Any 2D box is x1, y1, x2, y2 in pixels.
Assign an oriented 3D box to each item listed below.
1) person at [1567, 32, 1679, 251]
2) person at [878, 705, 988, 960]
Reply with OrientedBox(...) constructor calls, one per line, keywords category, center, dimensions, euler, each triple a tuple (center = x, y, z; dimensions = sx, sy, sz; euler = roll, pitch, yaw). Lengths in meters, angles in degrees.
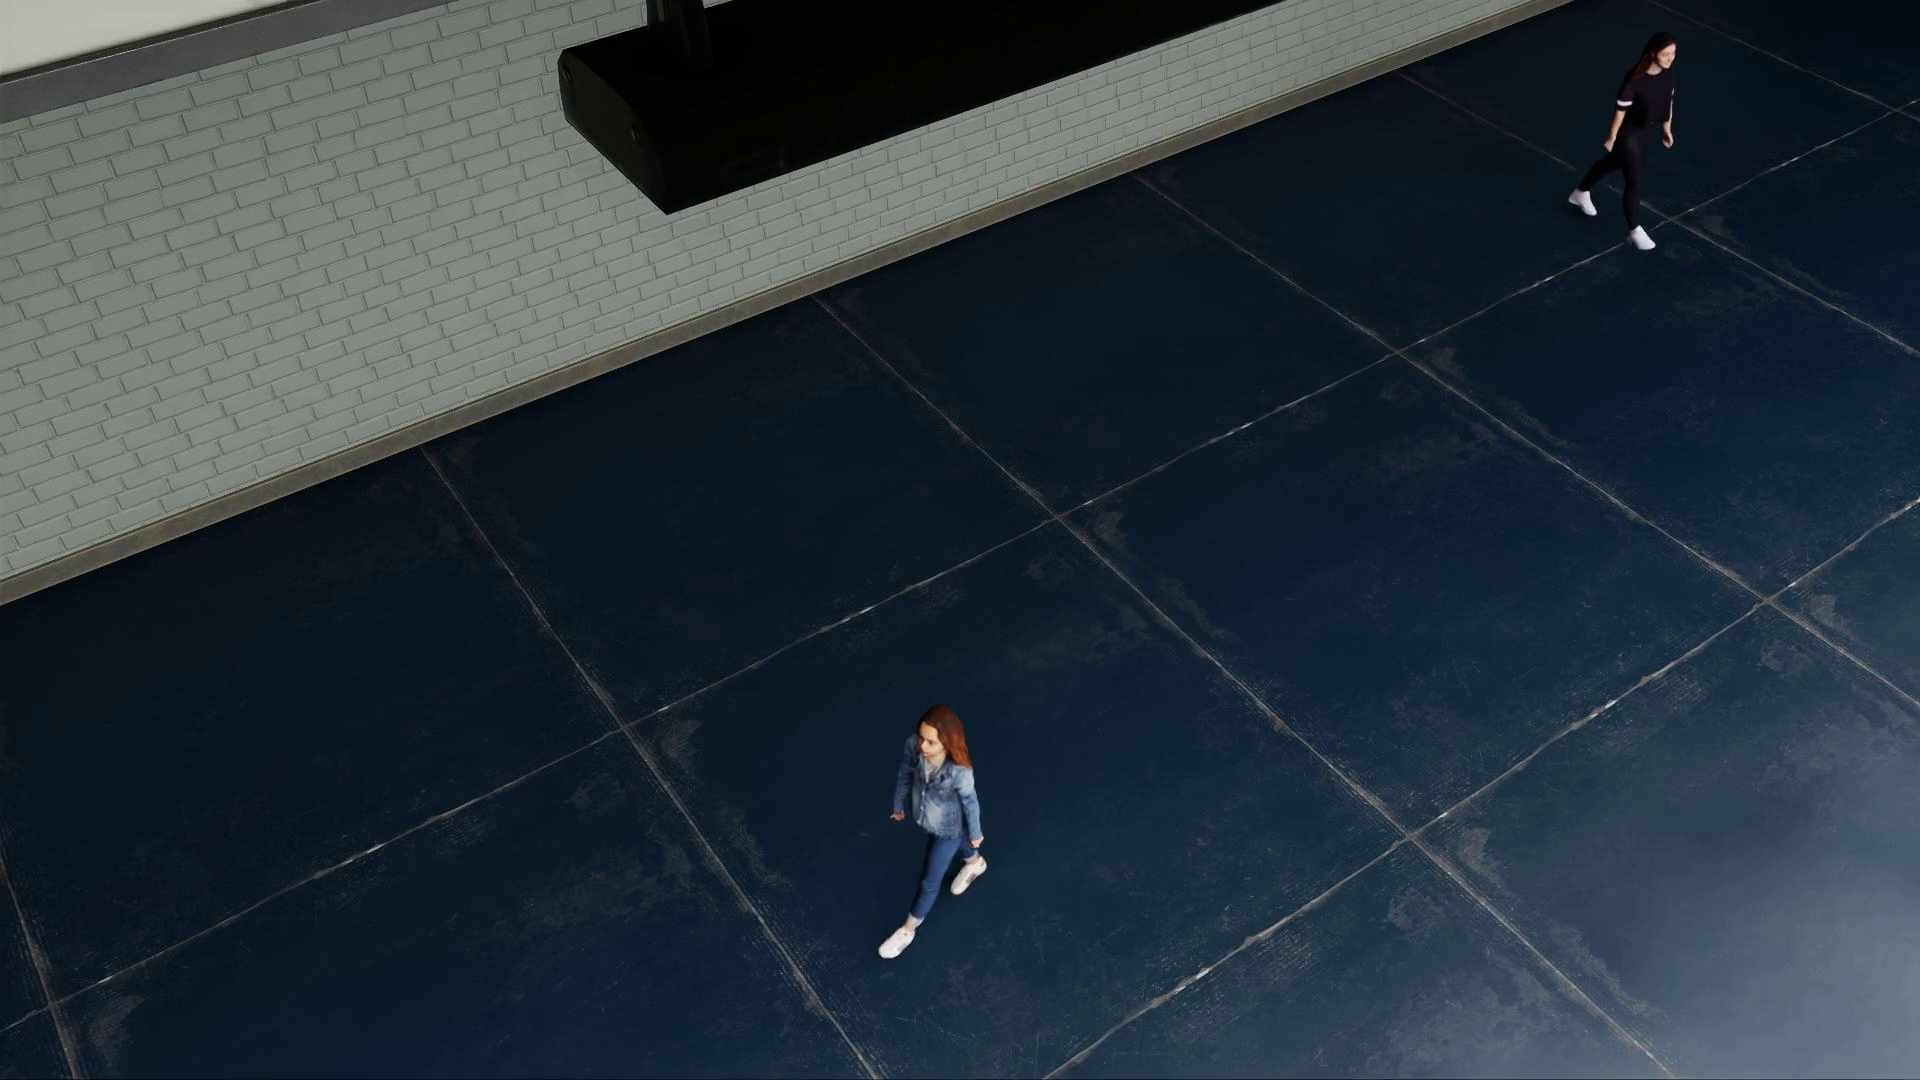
OrientedBox(category="person", center=(4.928, -3.028, 12.316), dimensions=(0.657, 1.592, 1.101), euler=(-21, 47, -21))
OrientedBox(category="person", center=(-0.048, 1.269, 7.823), dimensions=(0.988, 1.444, 0.782), euler=(33, 52, 30))
